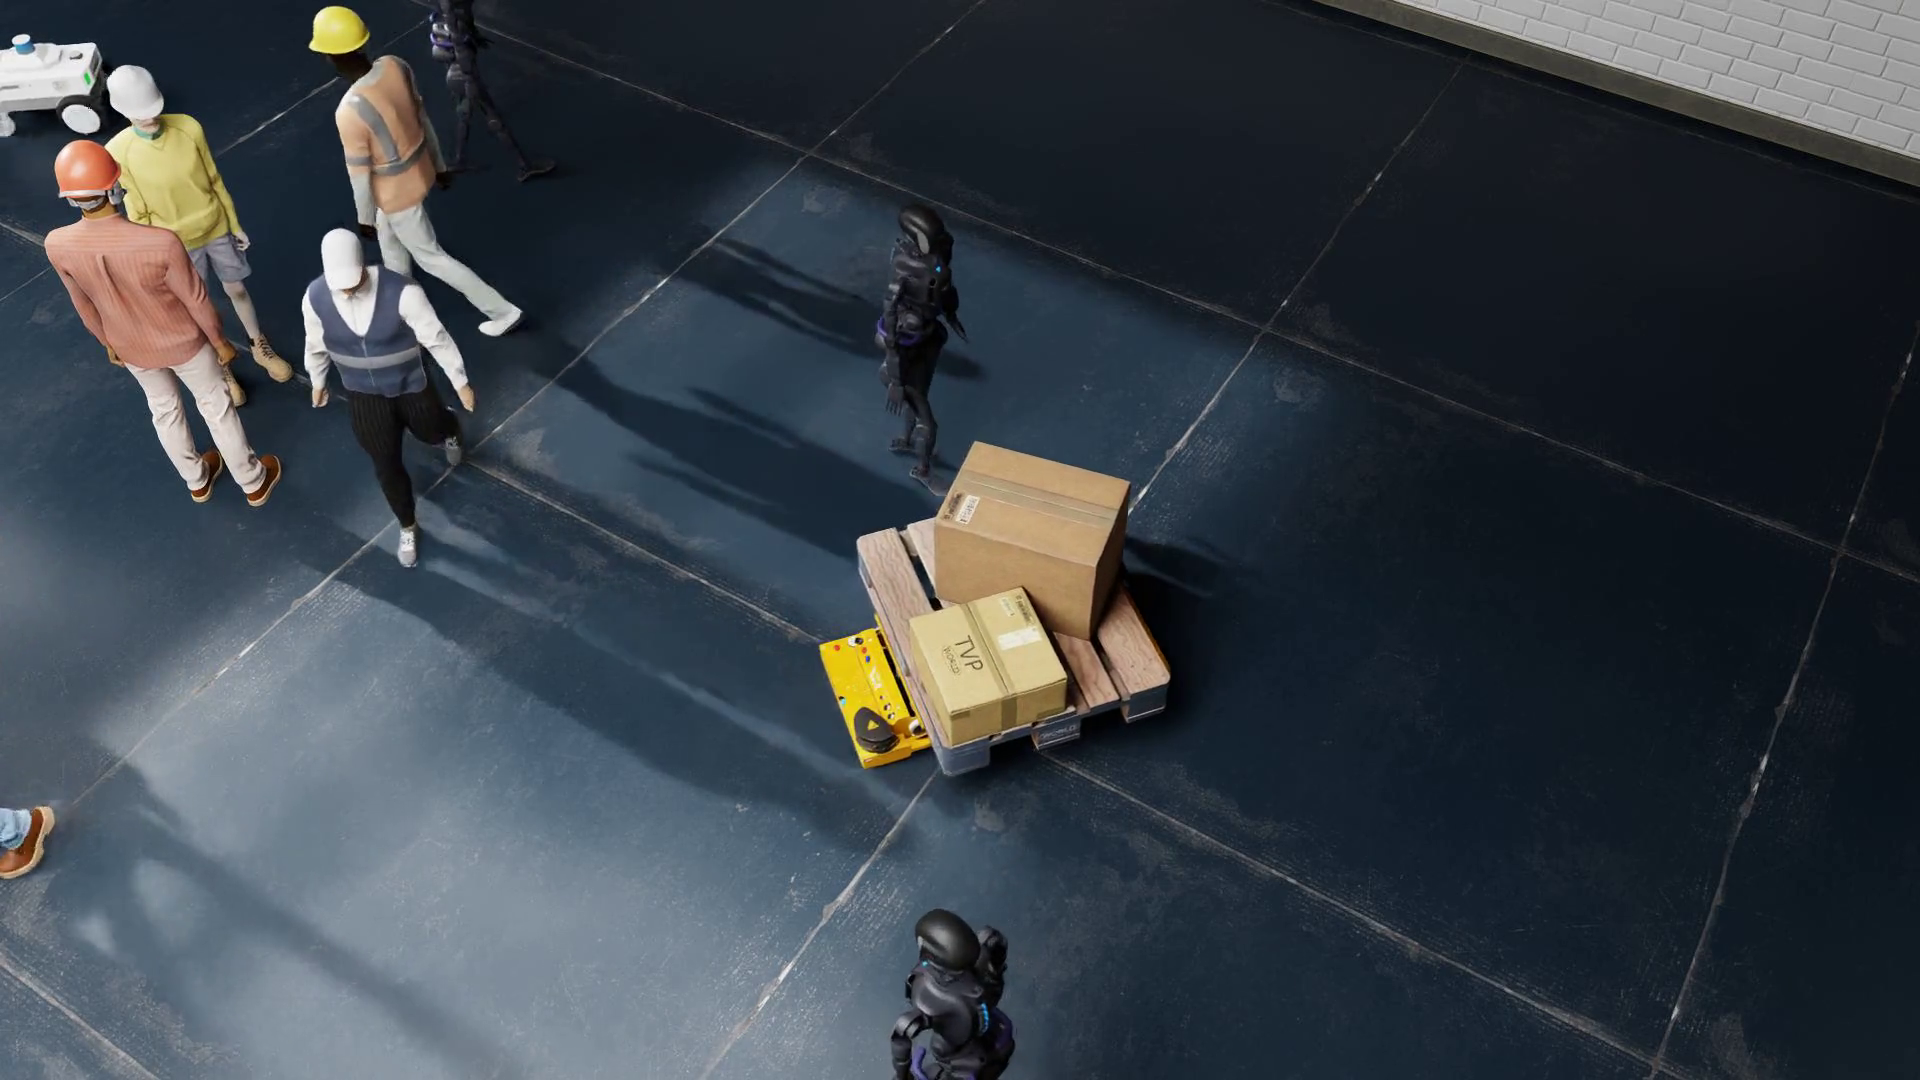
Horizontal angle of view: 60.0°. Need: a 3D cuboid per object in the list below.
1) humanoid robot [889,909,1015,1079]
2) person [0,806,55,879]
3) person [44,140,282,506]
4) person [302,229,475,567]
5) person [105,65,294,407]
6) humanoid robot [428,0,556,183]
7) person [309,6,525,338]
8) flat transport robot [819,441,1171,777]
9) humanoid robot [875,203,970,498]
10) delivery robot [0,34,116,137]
[{"bbox_3d":[0.018,1.728,5.386,0.459,1.652,0.588,30,55,24],"label":"humanoid robot"},{"bbox_3d":[-4.098,0.817,5.987,0.618,1.960,0.969,33,56,25],"label":"person"},{"bbox_3d":[-3.586,-0.923,7.486,0.610,1.986,0.402,2,49,2],"label":"person"},{"bbox_3d":[-2.573,-0.752,7.506,0.742,1.729,0.797,-6,49,-5],"label":"person"},{"bbox_3d":[-3.699,-1.467,8.024,0.486,1.887,0.401,-35,57,-27],"label":"person"},{"bbox_3d":[-2.722,-2.745,9.295,0.640,1.638,0.588,-9,49,-8],"label":"humanoid robot"},{"bbox_3d":[-2.757,-1.798,8.321,0.951,1.876,0.581,6,49,5],"label":"person"},{"bbox_3d":[0.151,0.512,7.368,1.431,0.231,0.659,-15,51,-13],"label":"flat transport robot"},{"bbox_3d":[-0.185,-0.907,7.679,0.434,1.642,0.594,23,53,19],"label":"humanoid robot"},{"bbox_3d":[-5.541,-2.772,10.029,0.739,0.566,0.499,-6,49,-5],"label":"delivery robot"}]
